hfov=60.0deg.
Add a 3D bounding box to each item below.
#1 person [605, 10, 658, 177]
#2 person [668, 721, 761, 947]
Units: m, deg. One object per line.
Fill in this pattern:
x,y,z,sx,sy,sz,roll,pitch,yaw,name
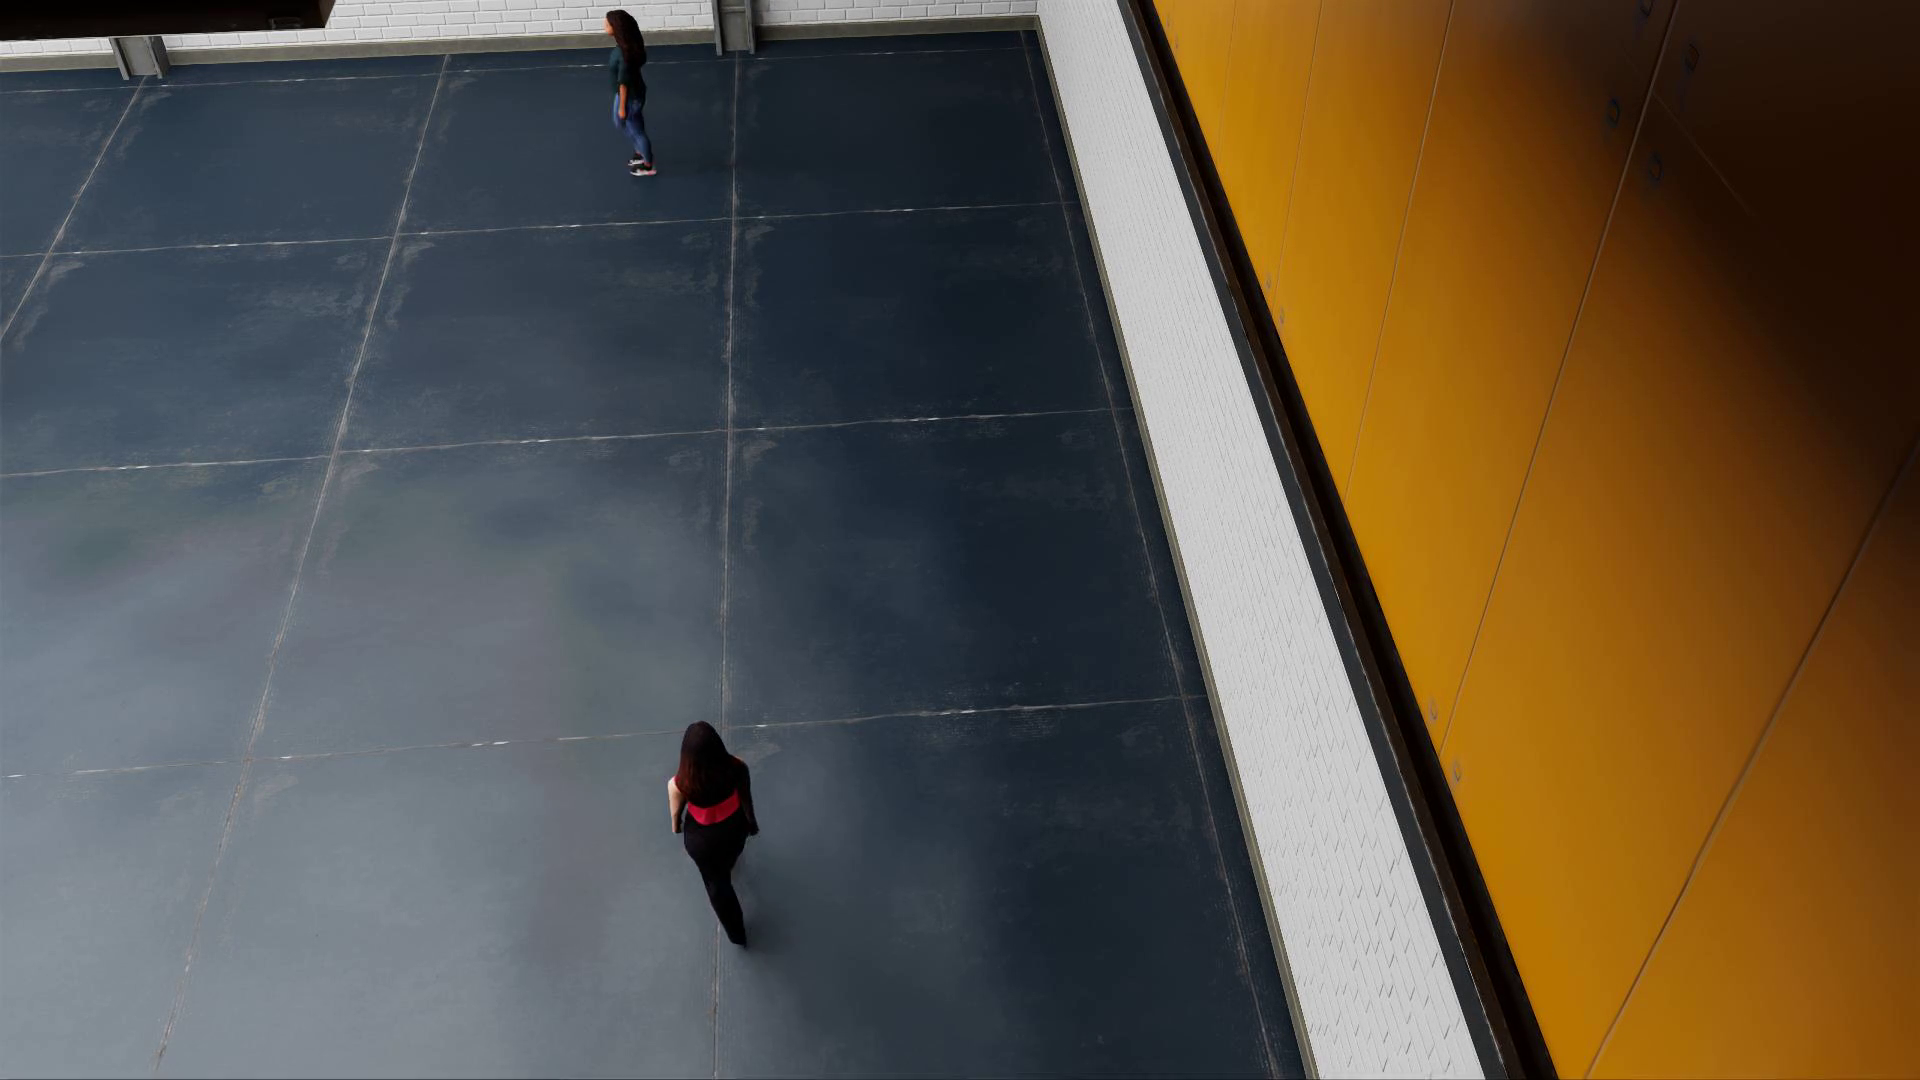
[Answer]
-2.891,-4.014,15.032,0.606,1.607,0.591,-5,44,-5,person
-1.297,1.645,9.076,1.021,1.629,0.879,-18,46,-18,person
